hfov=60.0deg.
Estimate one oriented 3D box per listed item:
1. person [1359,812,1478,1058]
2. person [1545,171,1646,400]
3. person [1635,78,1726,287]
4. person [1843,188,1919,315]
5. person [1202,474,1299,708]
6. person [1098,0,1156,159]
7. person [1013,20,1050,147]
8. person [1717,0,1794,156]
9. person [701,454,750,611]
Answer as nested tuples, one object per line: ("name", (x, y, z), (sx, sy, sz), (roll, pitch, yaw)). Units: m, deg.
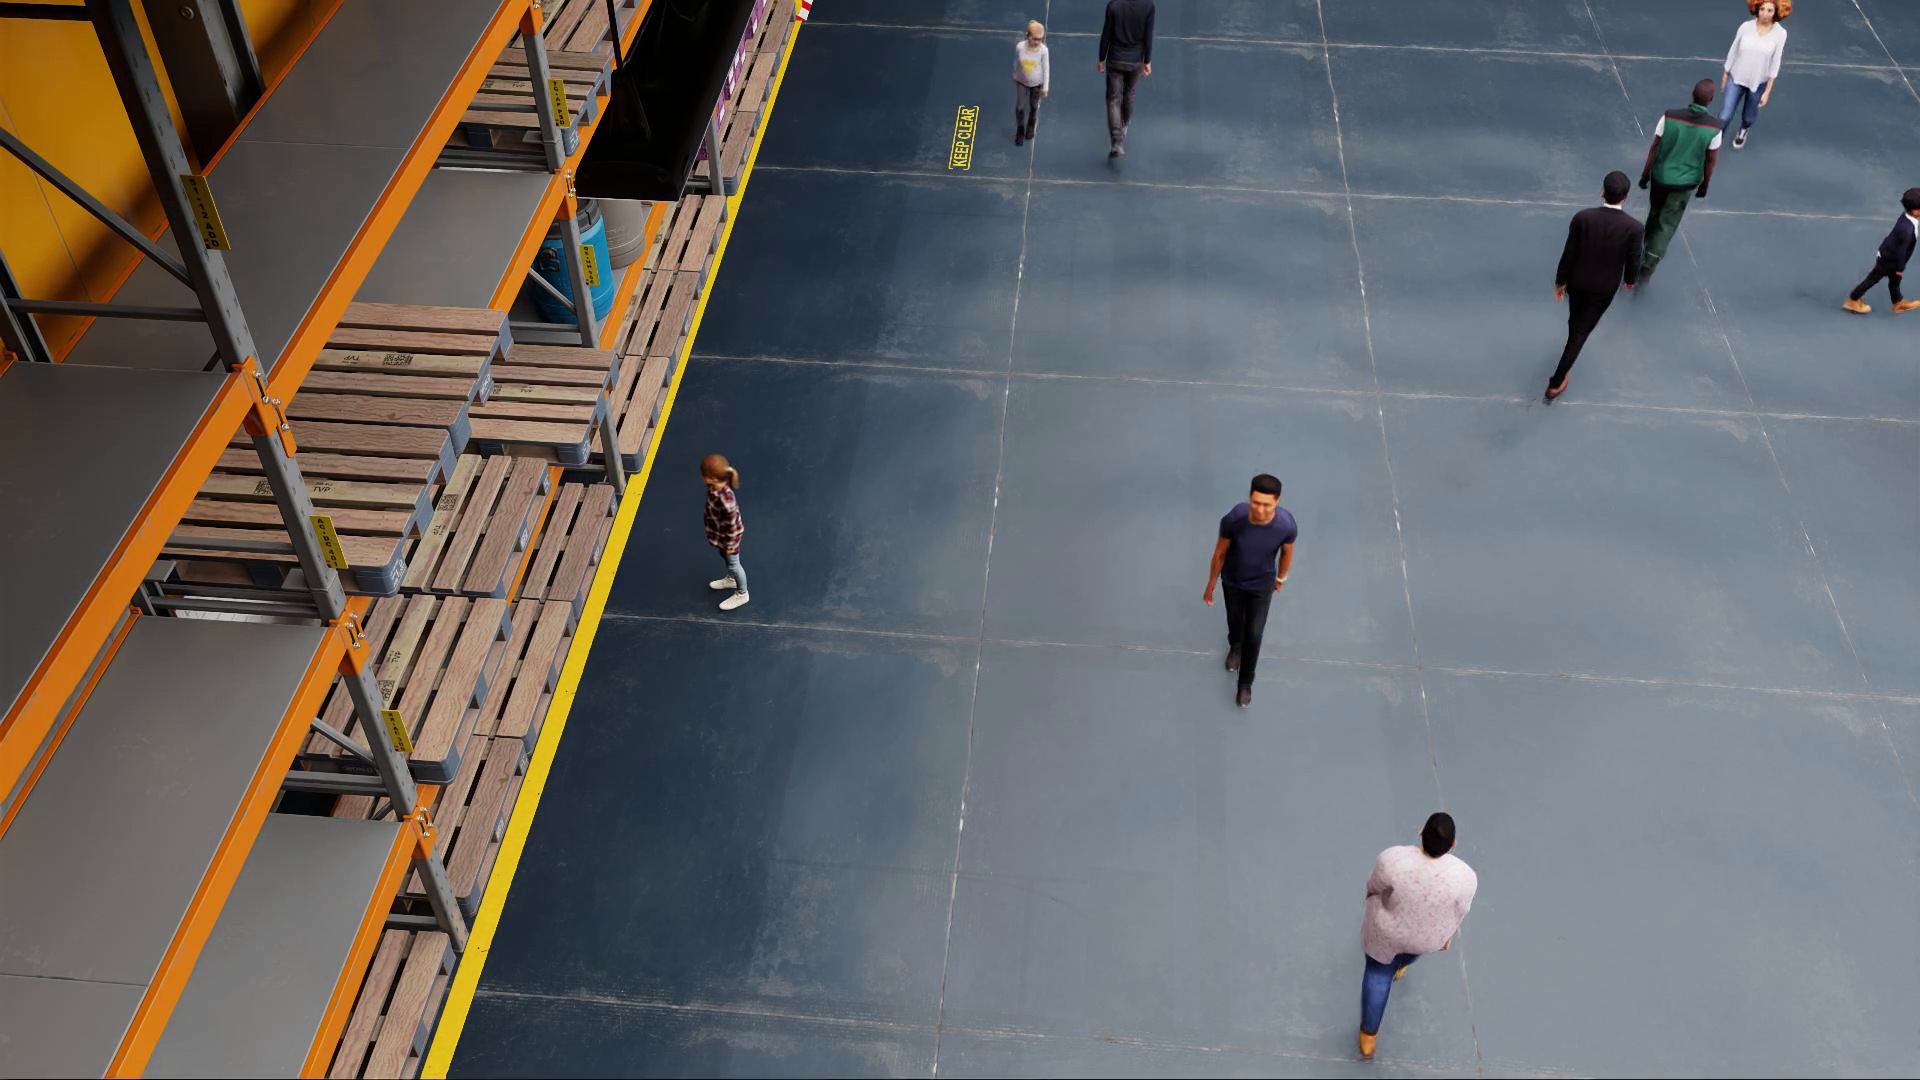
("person", (2.362, 2.078, 8.827), (0.827, 1.707, 1.137), (12, 45, 12))
("person", (4.886, -1.922, 12.952), (1.108, 1.809, 1.357), (25, 49, 24))
("person", (6.026, -2.991, 14.079), (1.066, 1.801, 1.314), (24, 49, 23))
("person", (7.739, -2.404, 13.898), (0.729, 1.201, 0.806), (17, 46, 17))
("person", (1.877, 0.197, 10.755), (0.762, 1.772, 0.893), (13, 45, 14))
("person", (1.552, -4.448, 15.580), (0.803, 1.841, 1.163), (-5, 44, -5))
("person", (0.665, -4.434, 15.991), (0.492, 1.253, 0.616), (9, 44, 10))
("person", (7.403, -4.323, 15.563), (0.932, 1.683, 1.147), (23, 48, 23))
("person", (-1.602, -0.077, 11.380), (0.664, 1.305, 0.557), (-16, 46, -16))
